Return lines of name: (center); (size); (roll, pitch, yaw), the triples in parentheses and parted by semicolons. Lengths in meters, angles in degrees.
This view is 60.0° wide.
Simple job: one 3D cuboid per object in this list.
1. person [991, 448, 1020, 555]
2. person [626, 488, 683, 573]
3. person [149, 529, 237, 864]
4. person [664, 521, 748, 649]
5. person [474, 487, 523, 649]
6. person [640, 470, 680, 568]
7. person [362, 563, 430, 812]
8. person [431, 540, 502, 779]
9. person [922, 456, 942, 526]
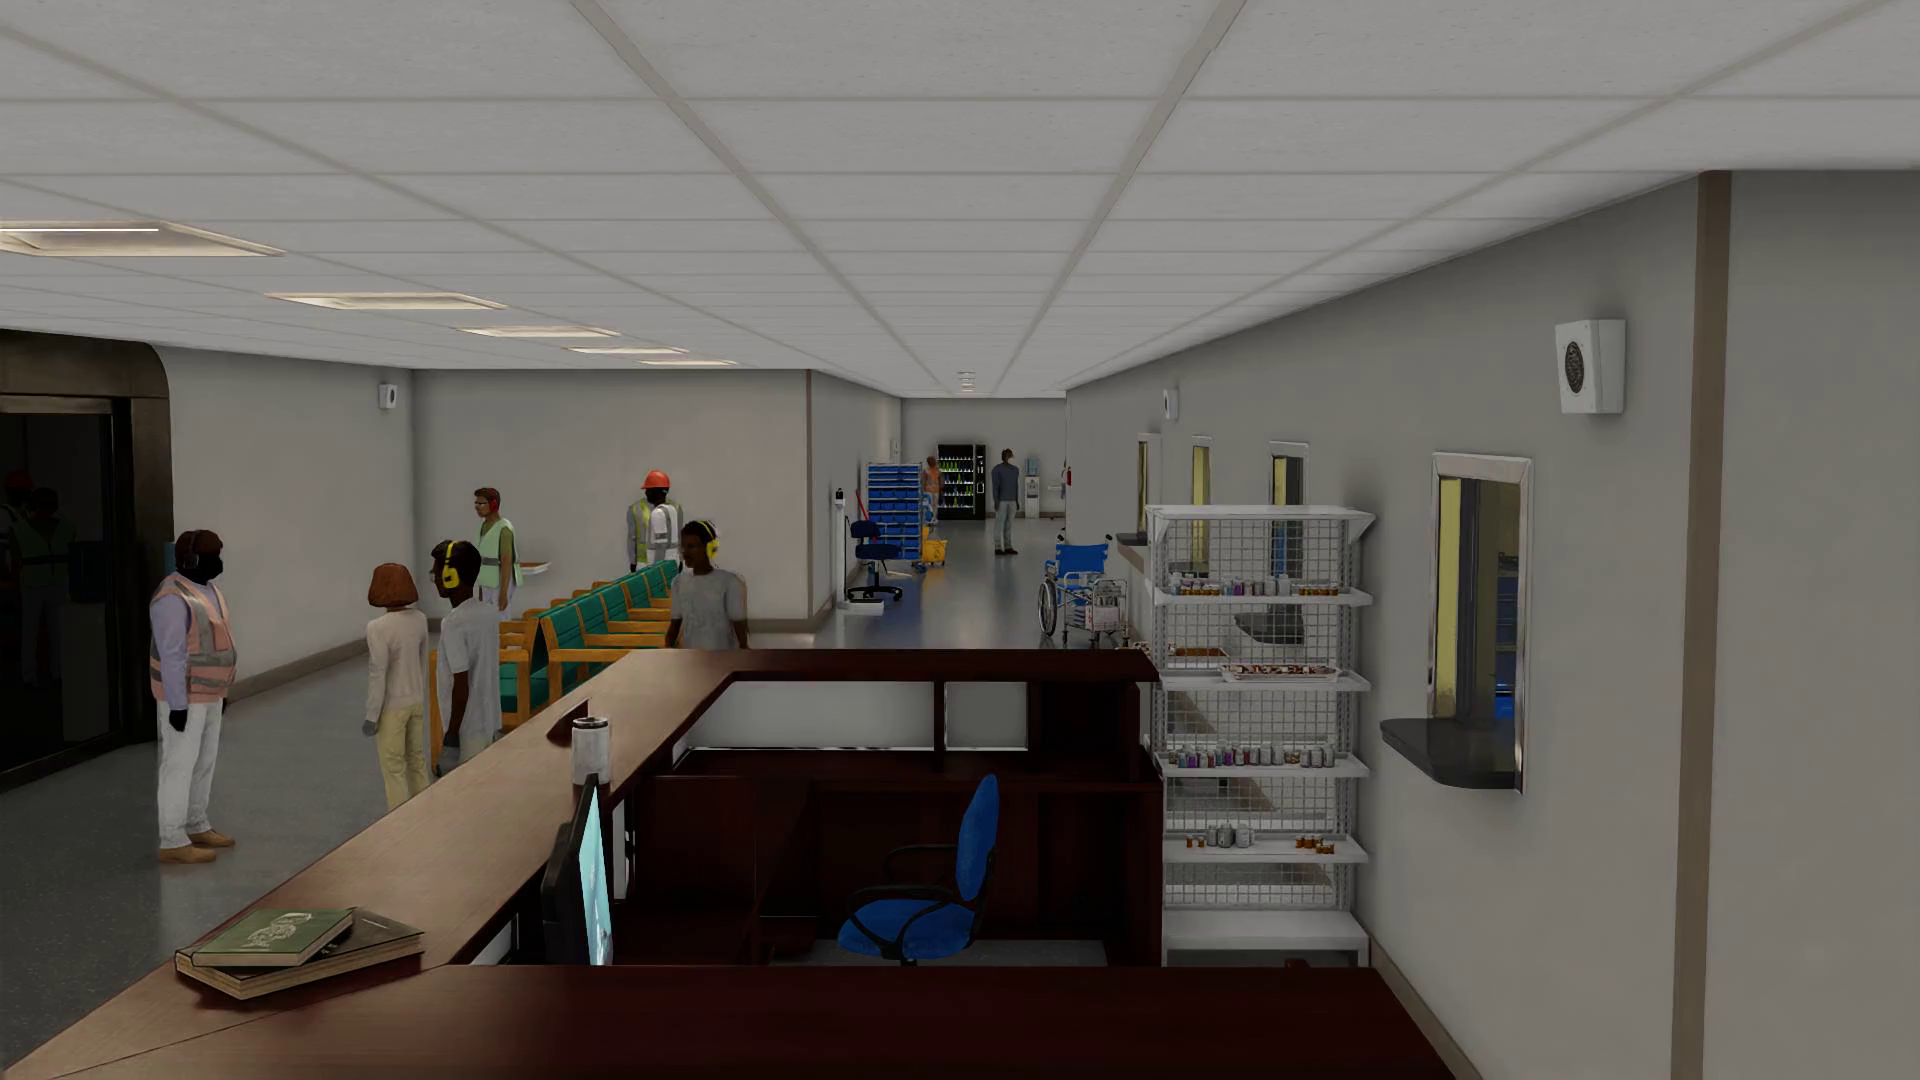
person: (0.838, -0.691, 30.079); (0.629, 1.940, 0.379); (-4, 5, -41)
person: (-3.322, 0.213, 18.183); (0.620, 1.835, 0.431); (-1, 4, -18)
person: (-4.227, 0.853, 9.197); (0.431, 1.832, 0.626); (0, 4, -5)
person: (-1.570, 0.807, 9.786); (0.573, 1.828, 0.895); (2, 5, 31)
person: (-4.145, 0.444, 14.910); (0.387, 1.837, 0.560); (-4, 5, -41)
person: (-2.978, 0.278, 16.499); (0.379, 1.937, 0.548); (0, 4, 4)
person: (-3.147, 0.942, 9.270); (0.280, 1.636, 0.500); (1, 4, 14)
person: (-2.334, 0.928, 7.866); (0.309, 1.864, 0.535); (0, 4, 5)
person: (-0.650, -1.107, 38.211); (0.523, 1.656, 0.439); (-2, 5, -29)
